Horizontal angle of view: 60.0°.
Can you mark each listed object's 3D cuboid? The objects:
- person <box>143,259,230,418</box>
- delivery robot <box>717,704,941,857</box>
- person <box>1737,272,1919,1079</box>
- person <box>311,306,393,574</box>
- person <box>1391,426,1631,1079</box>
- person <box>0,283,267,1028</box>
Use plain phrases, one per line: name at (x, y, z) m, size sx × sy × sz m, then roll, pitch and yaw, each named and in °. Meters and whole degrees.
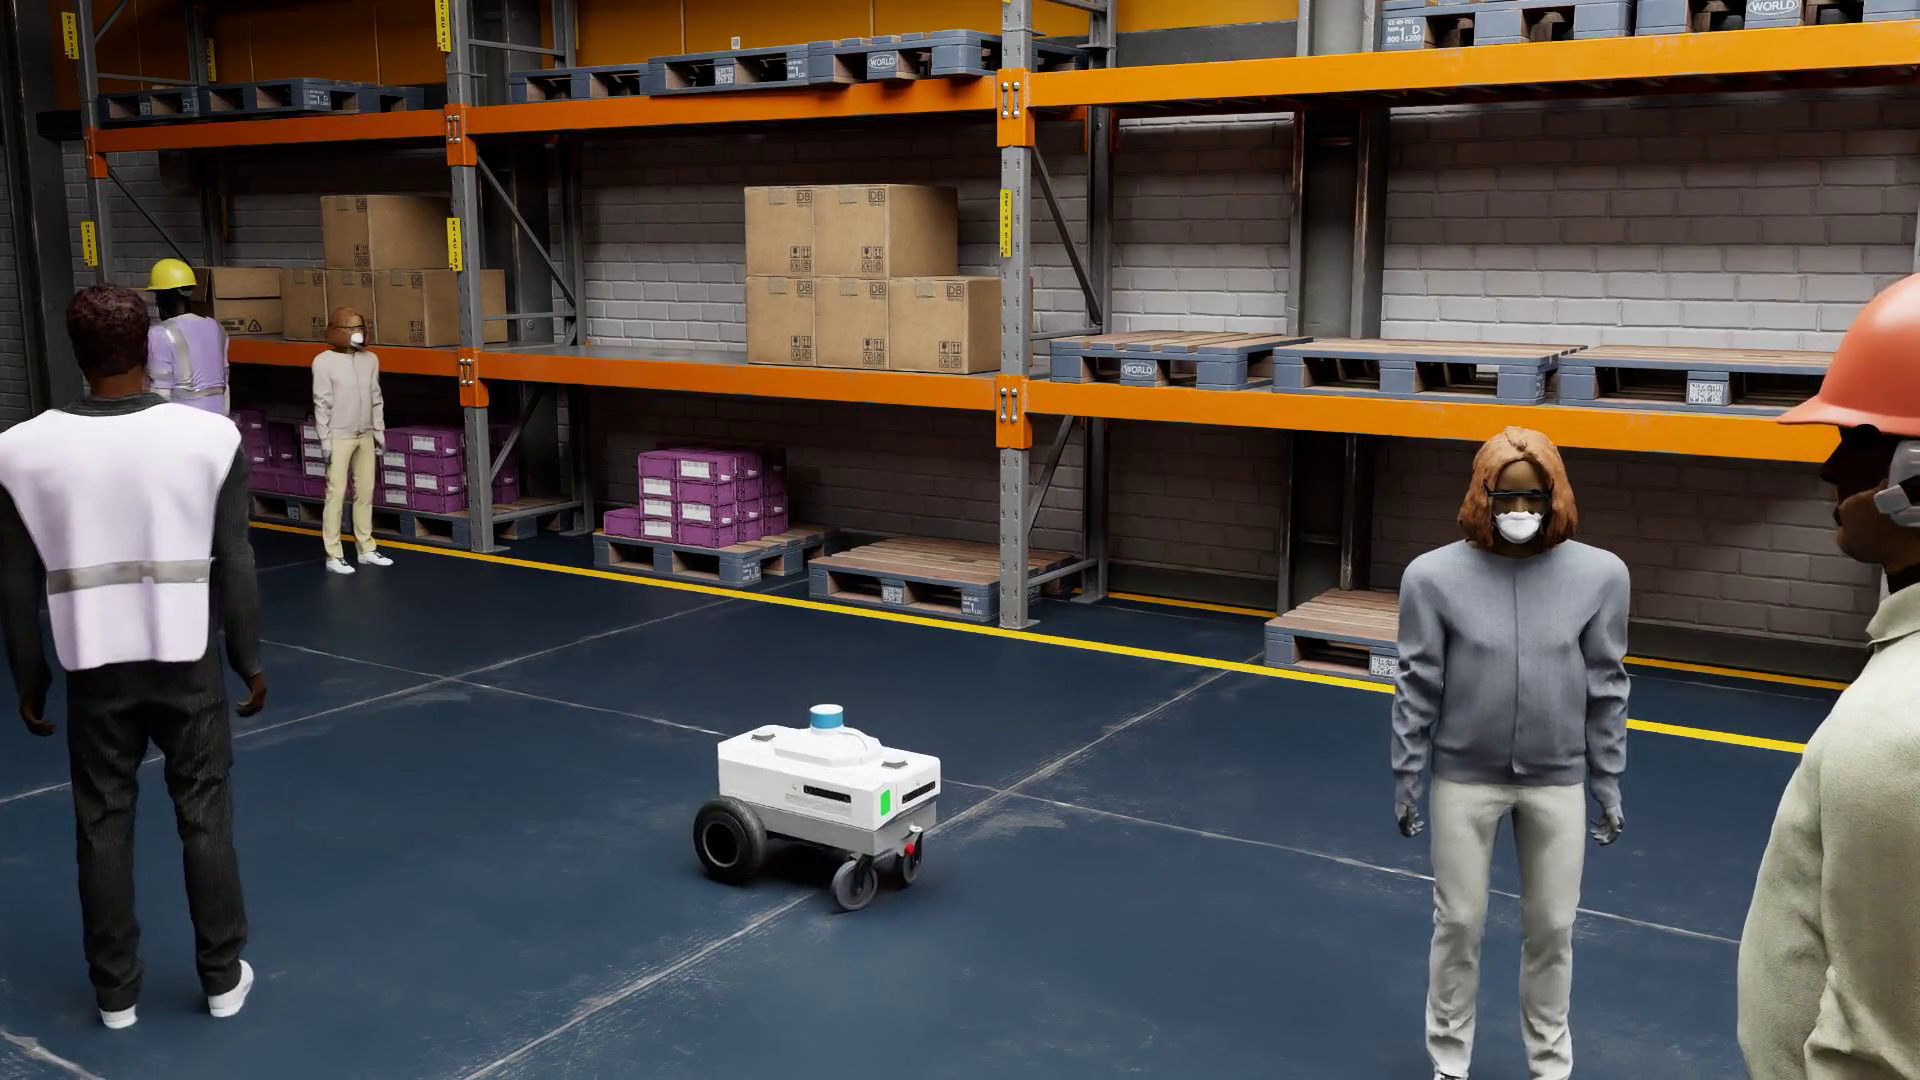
person at (-4.394, -0.631, 9.482) m, size 0.401 × 1.919 × 0.588 m, roll 2°, pitch 10°, yaw 13°
delivery robot at (-0.416, 0.764, 5.256) m, size 0.707 × 0.478 × 0.477 m, roll 6°, pitch 12°, yaw 32°
person at (1.039, 0.704, 1.859) m, size 0.378 × 1.995 × 0.612 m, roll 10°, pitch 14°, yaw 43°
person at (-3.724, -0.611, 10.177) m, size 0.286 × 1.626 × 0.502 m, roll 5°, pitch 11°, yaw 27°
person at (1.224, 0.552, 3.733) m, size 0.510 × 1.622 × 0.295 m, roll 2°, pitch 10°, yaw 8°
person at (-2.105, 0.312, 4.260) m, size 0.595 × 1.916 × 0.407 m, roll -4°, pitch 11°, yaw -20°
